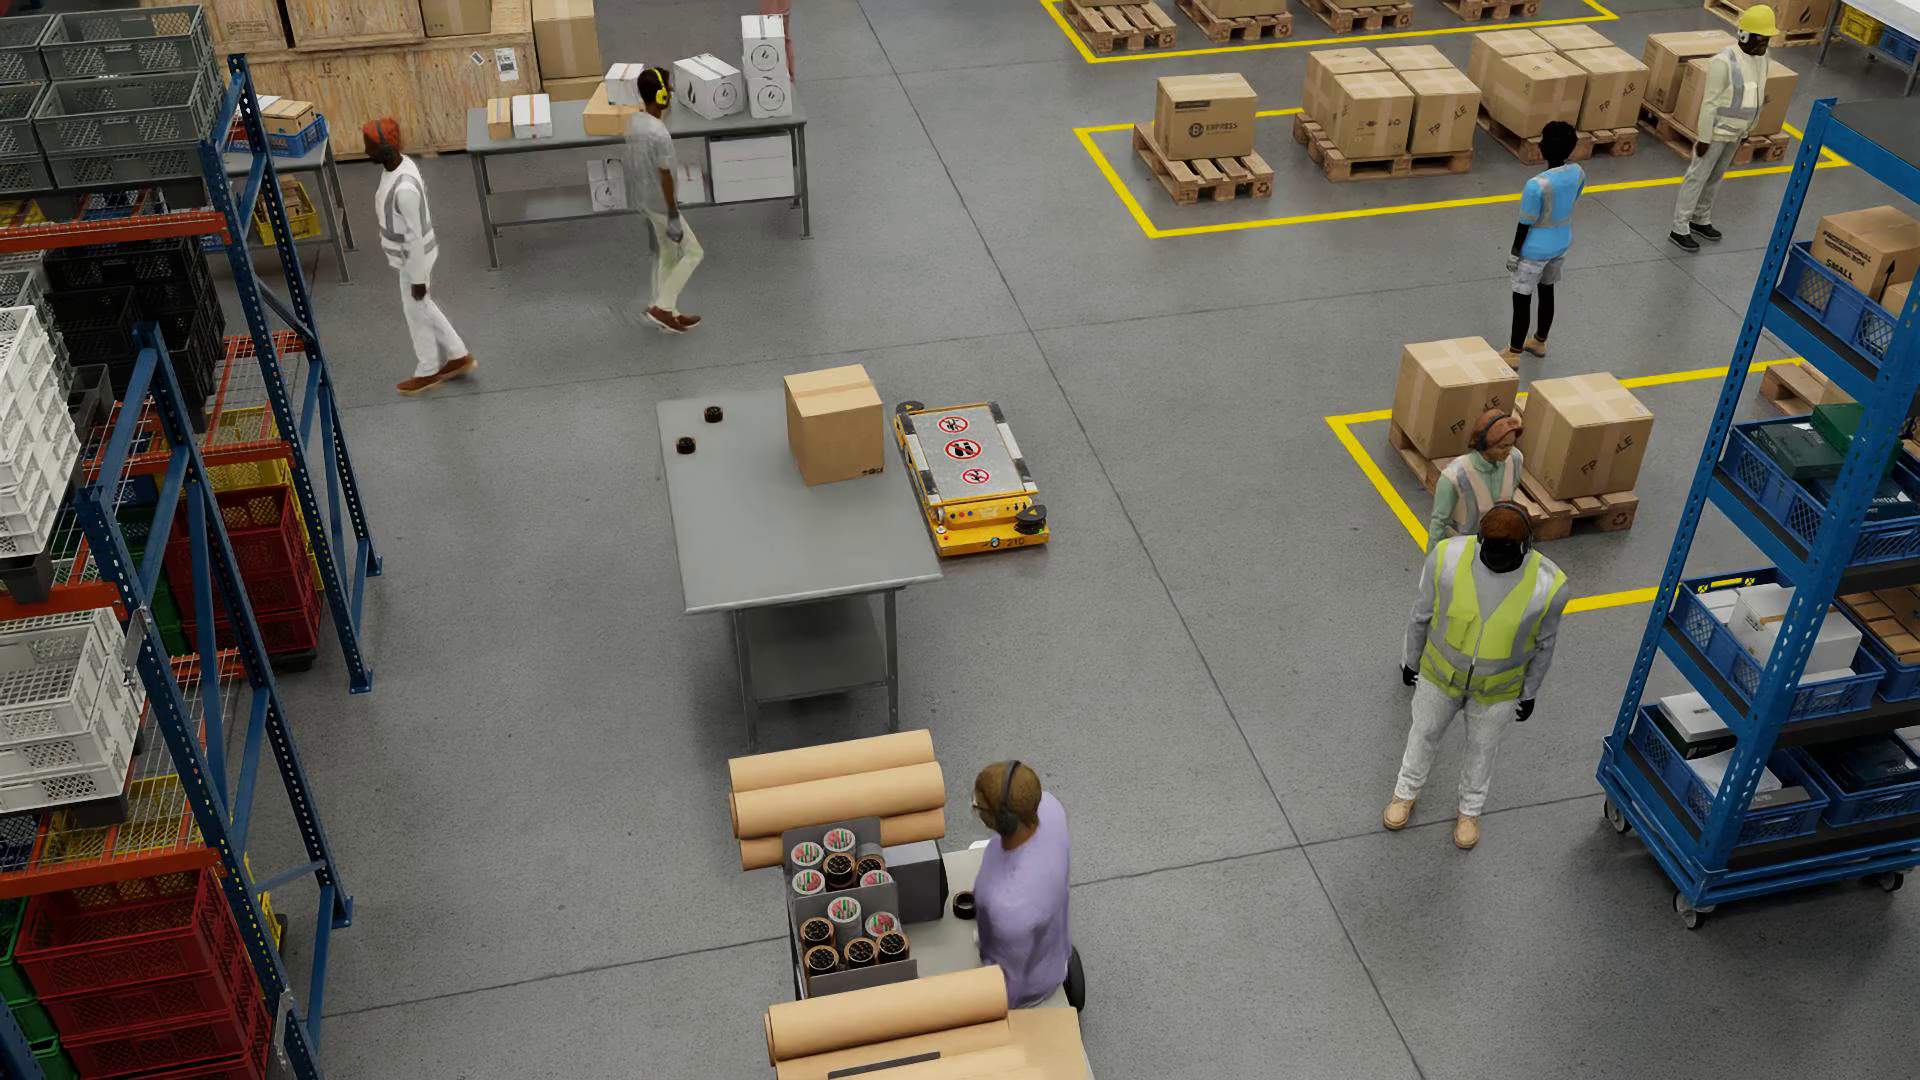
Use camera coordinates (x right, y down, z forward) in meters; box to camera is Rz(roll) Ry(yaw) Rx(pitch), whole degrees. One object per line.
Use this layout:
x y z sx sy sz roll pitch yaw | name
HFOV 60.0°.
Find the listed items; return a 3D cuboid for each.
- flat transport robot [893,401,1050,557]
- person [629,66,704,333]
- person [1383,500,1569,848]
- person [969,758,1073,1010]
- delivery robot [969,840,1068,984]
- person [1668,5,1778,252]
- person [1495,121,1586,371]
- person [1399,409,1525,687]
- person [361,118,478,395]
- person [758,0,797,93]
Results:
0.046 -0.430 10.108 0.652 0.197 1.431 -8 37 -10 | flat transport robot
-1.992 -2.270 11.268 0.393 1.845 0.553 -21 42 -26 | person
2.278 0.601 7.417 0.626 1.844 0.429 14 39 18 | person
0.213 1.541 6.085 0.384 1.931 0.639 8 37 11 | person
0.231 1.591 7.081 0.477 0.478 0.707 -5 37 -7 | delivery robot
5.683 -3.056 12.338 0.586 1.835 0.403 -23 43 -28 | person
3.815 -1.932 10.948 0.534 1.691 0.322 -24 43 -29 | person
2.527 0.043 8.342 0.518 1.632 0.317 -18 40 -22 | person
-3.494 -1.804 10.620 0.543 1.879 0.588 -13 38 -16 | person
-1.656 -4.741 14.554 0.398 1.900 0.648 1 37 1 | person
